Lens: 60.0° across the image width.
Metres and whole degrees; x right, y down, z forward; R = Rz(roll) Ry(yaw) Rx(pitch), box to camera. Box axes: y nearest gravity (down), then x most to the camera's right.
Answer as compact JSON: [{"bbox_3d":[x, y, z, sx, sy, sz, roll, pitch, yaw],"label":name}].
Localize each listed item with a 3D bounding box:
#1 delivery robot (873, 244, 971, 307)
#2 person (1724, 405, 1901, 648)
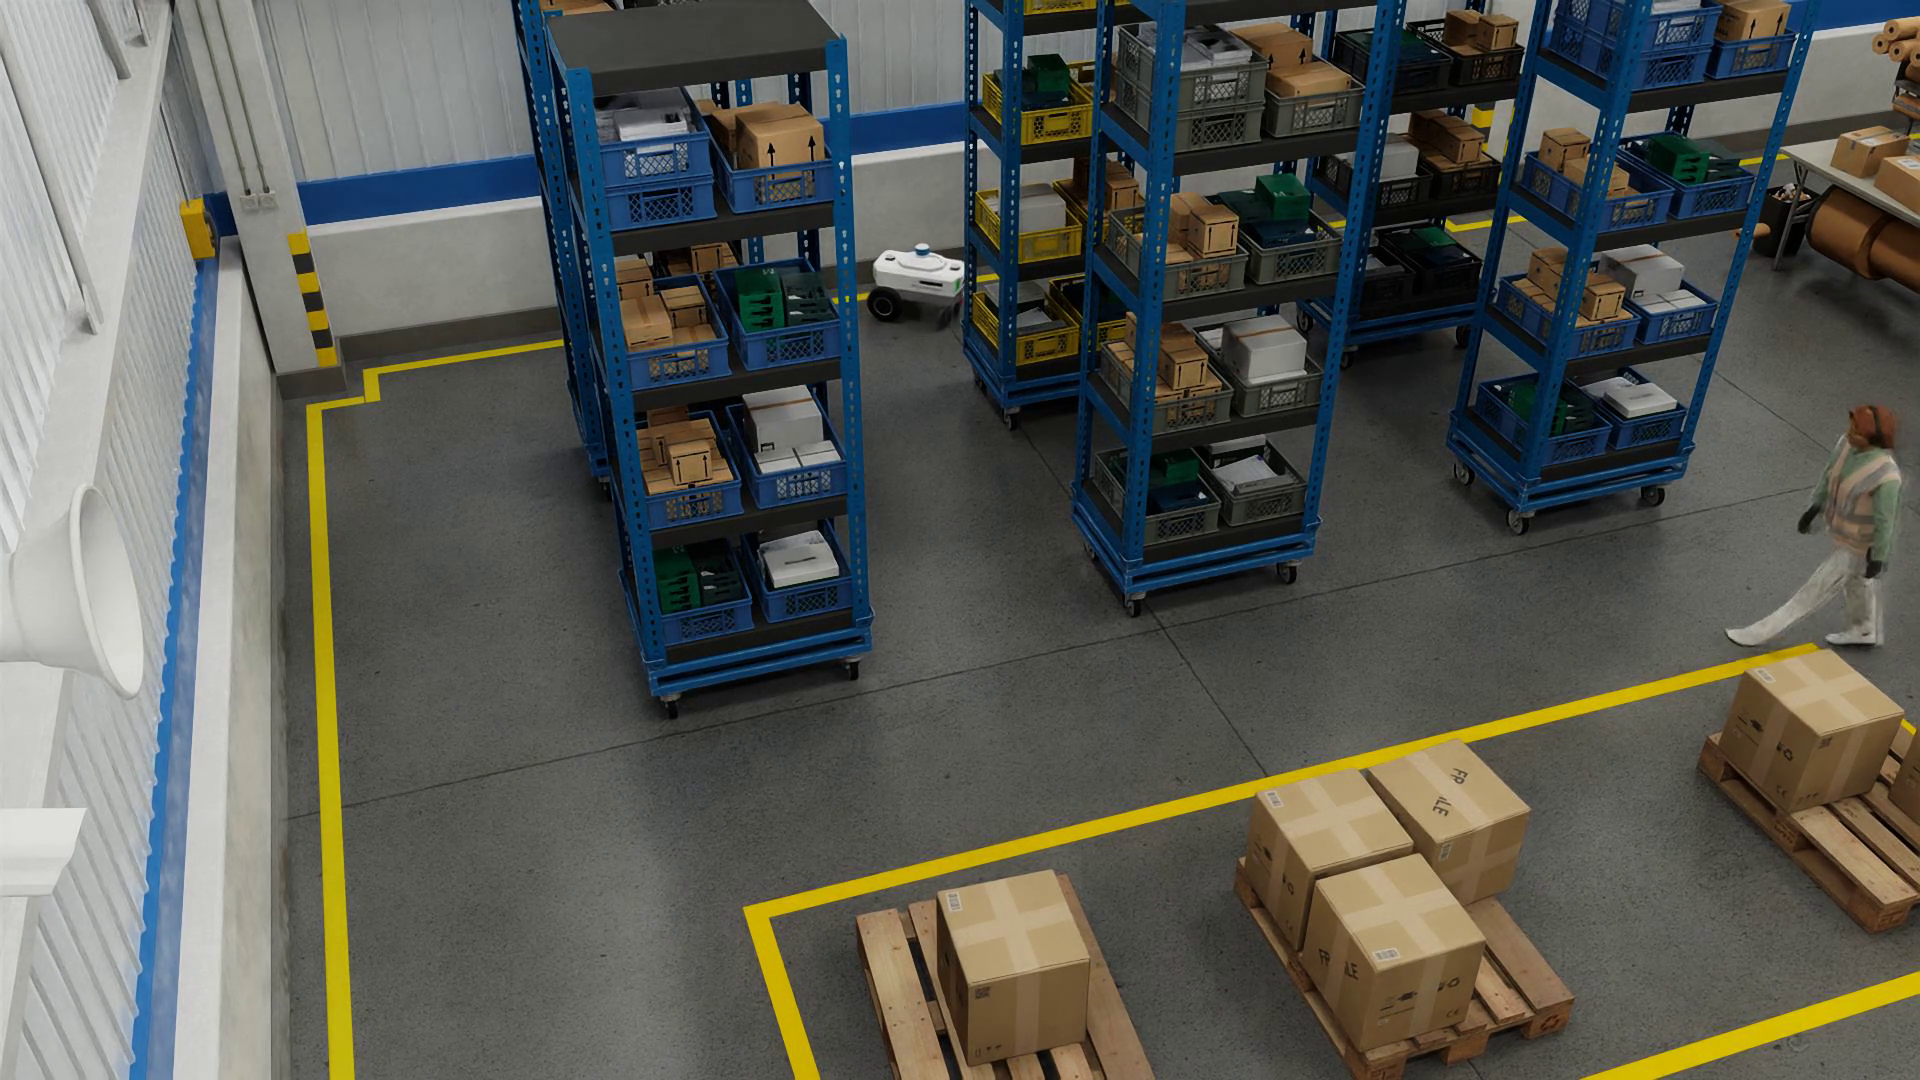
[{"bbox_3d":[-0.280,-1.994,12.536,0.707,0.478,0.477,11,37,15],"label":"delivery robot"},{"bbox_3d":[4.728,-0.025,8.926,0.898,1.581,0.533,2,35,2],"label":"person"}]
